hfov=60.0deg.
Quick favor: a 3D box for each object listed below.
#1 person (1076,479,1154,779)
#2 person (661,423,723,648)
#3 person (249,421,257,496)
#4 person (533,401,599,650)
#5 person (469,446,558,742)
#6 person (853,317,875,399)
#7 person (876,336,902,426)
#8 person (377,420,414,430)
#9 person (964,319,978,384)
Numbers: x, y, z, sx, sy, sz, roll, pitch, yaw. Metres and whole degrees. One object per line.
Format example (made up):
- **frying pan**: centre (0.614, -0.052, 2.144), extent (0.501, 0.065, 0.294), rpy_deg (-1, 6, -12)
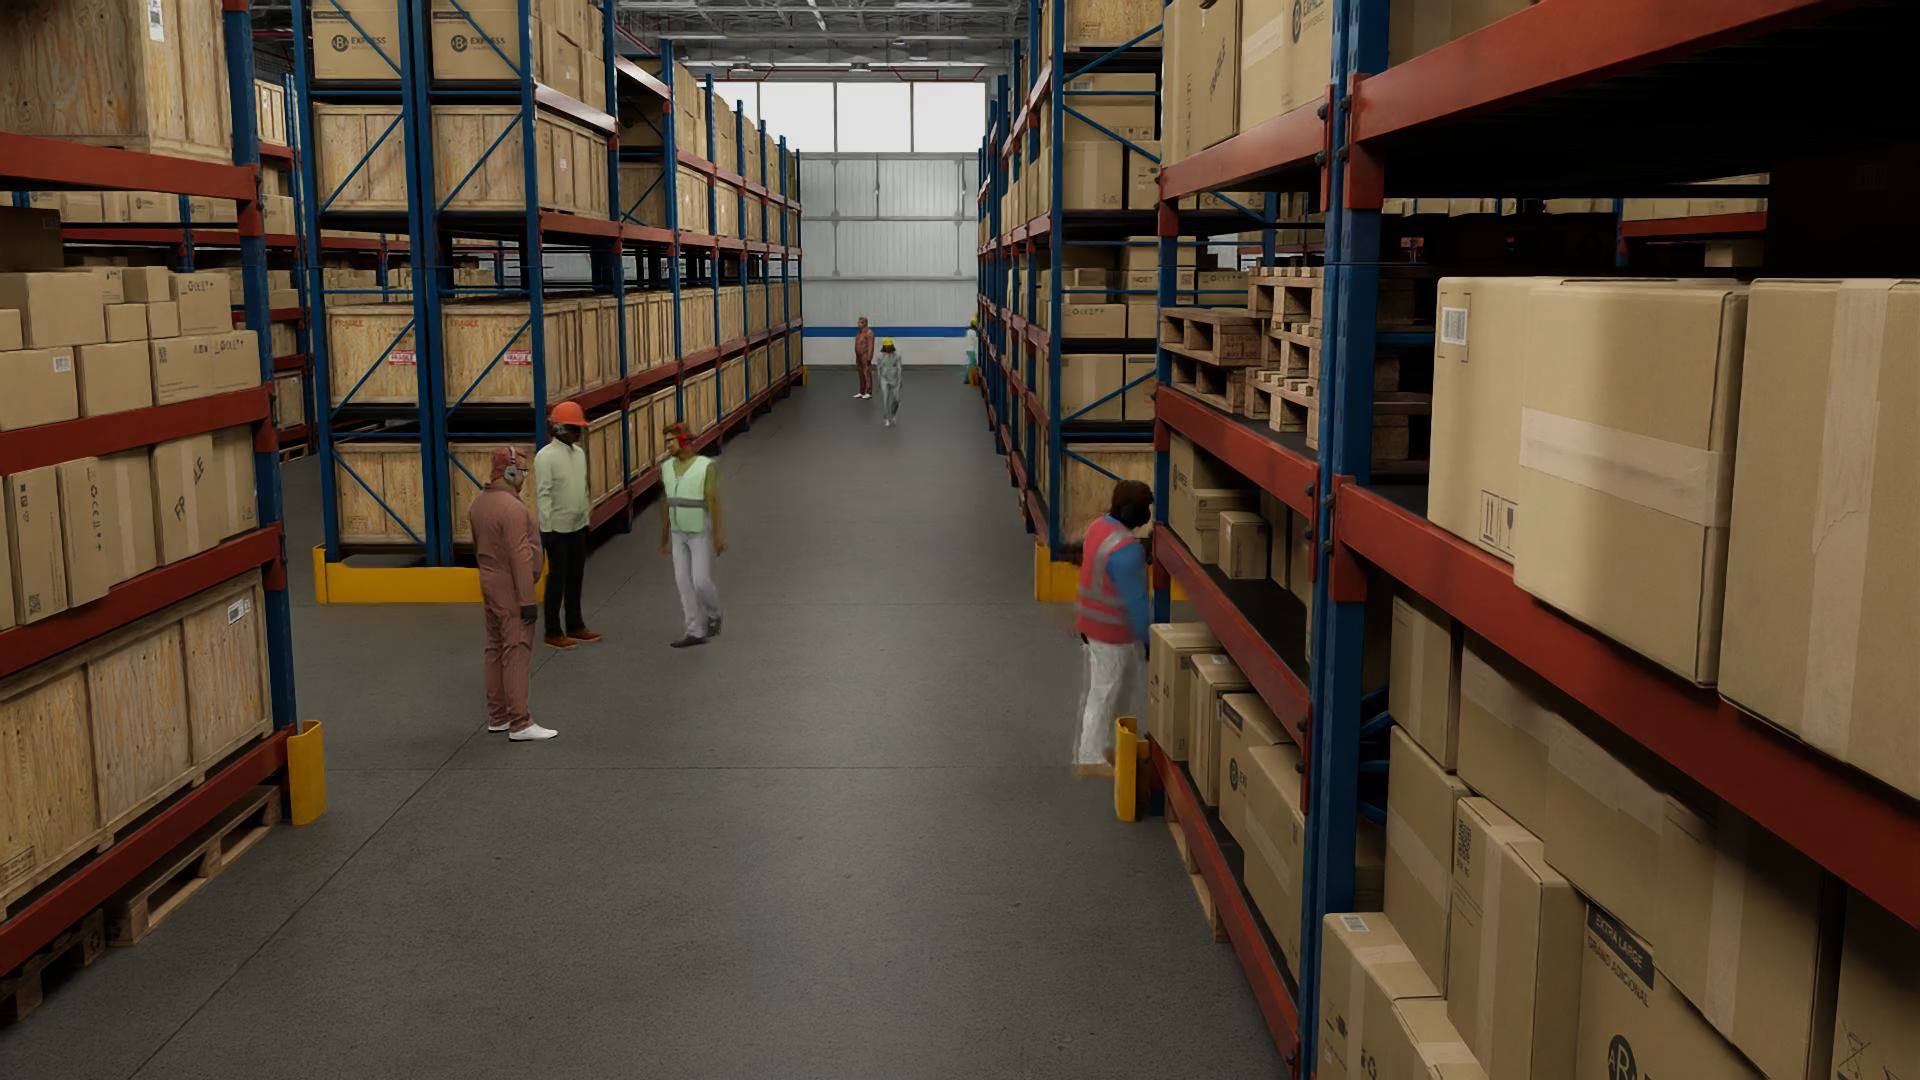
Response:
- **person**: centre (0.957, 0.539, 9.830), extent (0.594, 1.814, 0.655), rpy_deg (-1, 9, -8)
- **person**: centre (-2.153, -0.048, 13.456), extent (0.633, 1.805, 0.585), rpy_deg (6, 11, 31)
- **person**: centre (-9.570, -1.381, 22.138), extent (0.498, 1.633, 0.284), rpy_deg (1, 9, 8)
- **person**: centre (-3.152, -0.119, 13.318), extent (0.412, 1.986, 0.619), rpy_deg (4, 10, 21)
- **person**: centre (-2.888, 0.344, 10.745), extent (0.408, 1.903, 0.638), rpy_deg (-7, 12, -39)
- **person**: centre (-2.274, -4.274, 39.040), extent (0.409, 1.907, 0.651), rpy_deg (-6, 11, -34)
- **person**: centre (-1.366, -3.058, 32.102), extent (0.515, 1.730, 0.346), rpy_deg (-1, 9, -7)
- **person**: centre (-6.960, -1.288, 20.759), extent (0.609, 1.897, 0.548), rpy_deg (0, 9, -2)
- **person**: centre (0.410, -4.985, 43.989), extent (0.720, 1.723, 0.550), rpy_deg (-3, 10, -18)
